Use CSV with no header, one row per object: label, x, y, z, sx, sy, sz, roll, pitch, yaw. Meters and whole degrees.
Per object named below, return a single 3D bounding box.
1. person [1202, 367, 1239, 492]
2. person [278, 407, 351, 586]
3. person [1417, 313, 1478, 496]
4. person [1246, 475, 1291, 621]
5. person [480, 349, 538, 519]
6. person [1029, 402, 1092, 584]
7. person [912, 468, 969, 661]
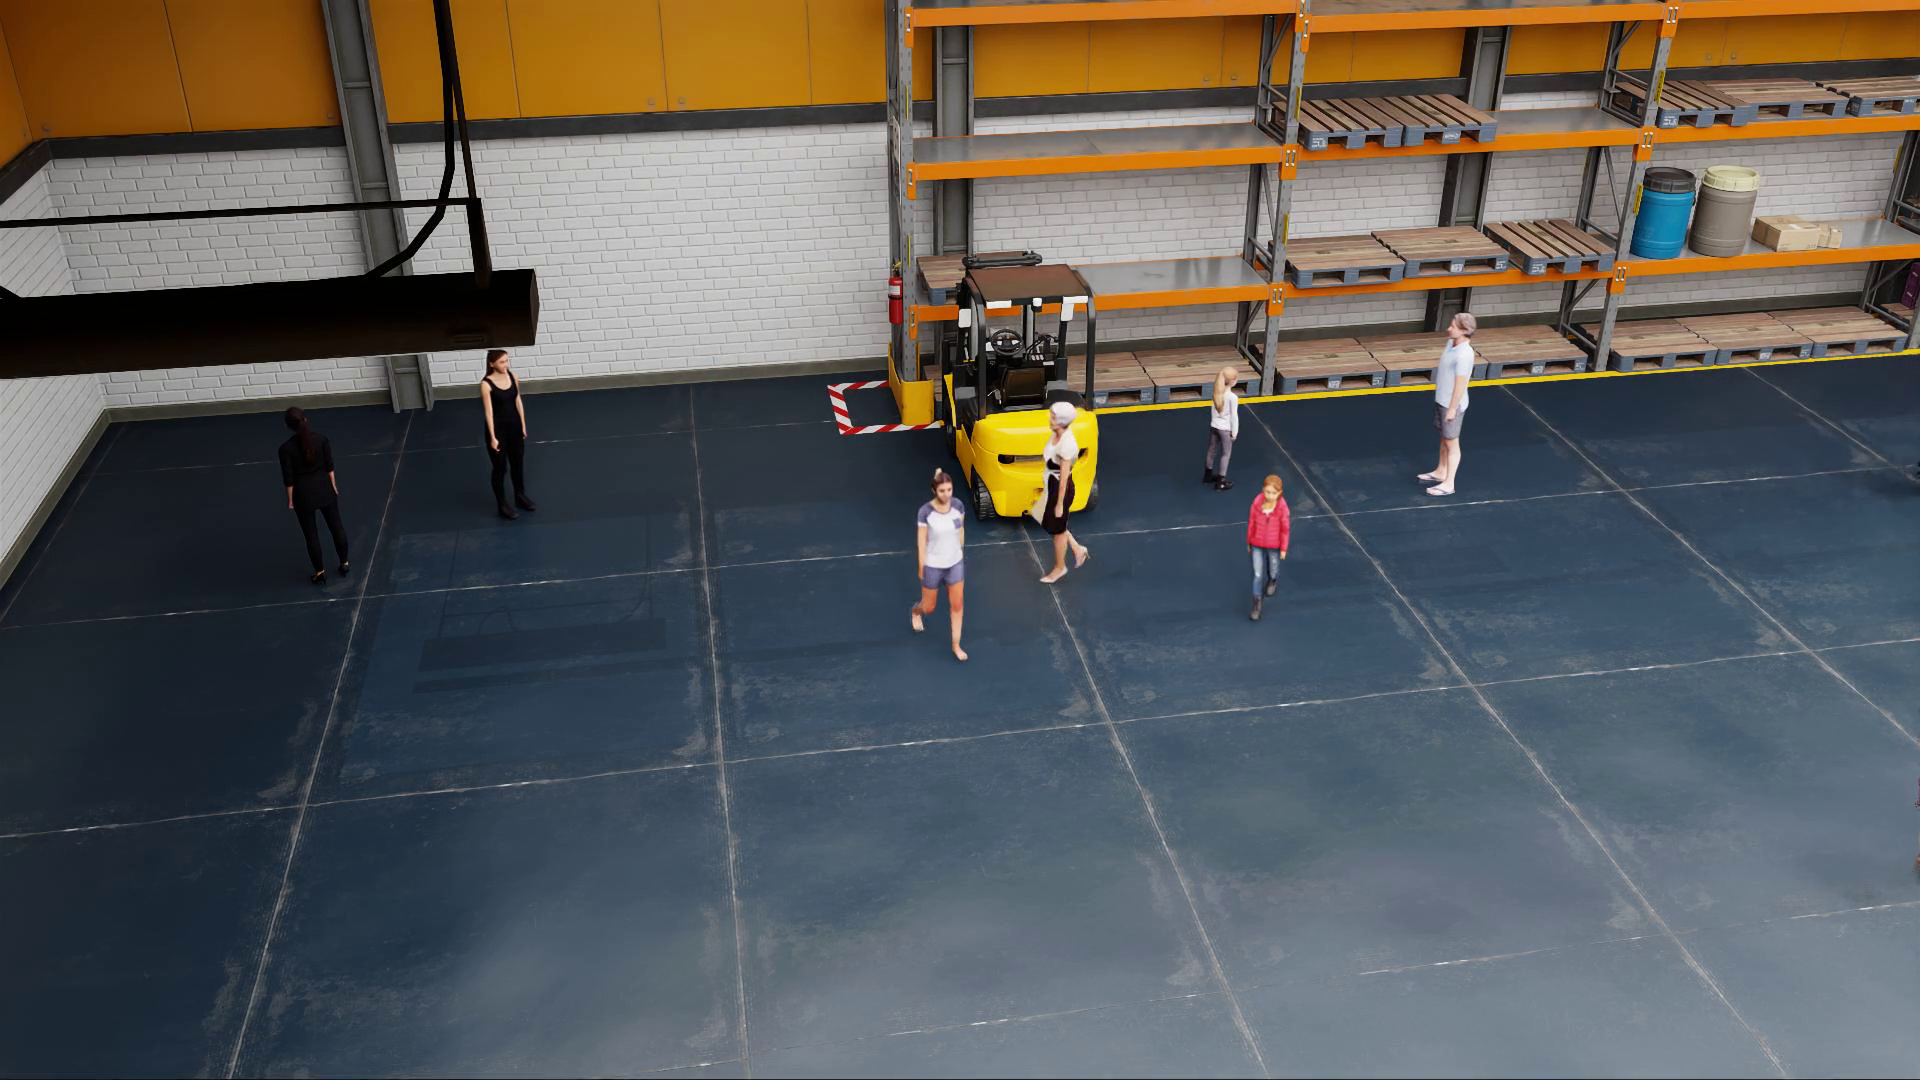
person,2.547,-1.092,16.206,0.610,1.276,0.576,-21,35,-33
person,-5.638,-0.387,14.510,0.649,1.663,0.750,-22,35,-34
person,4.766,-1.331,16.064,0.642,1.832,0.704,1,29,3
person,2.612,0.019,14.144,0.812,1.300,0.788,10,30,17
person,-4.292,-1.030,15.663,0.734,1.687,0.666,20,35,33
person,0.954,-0.399,14.448,0.804,1.744,0.670,-1,29,-2
person,-0.176,0.171,13.547,0.904,1.606,0.765,-12,31,-21
